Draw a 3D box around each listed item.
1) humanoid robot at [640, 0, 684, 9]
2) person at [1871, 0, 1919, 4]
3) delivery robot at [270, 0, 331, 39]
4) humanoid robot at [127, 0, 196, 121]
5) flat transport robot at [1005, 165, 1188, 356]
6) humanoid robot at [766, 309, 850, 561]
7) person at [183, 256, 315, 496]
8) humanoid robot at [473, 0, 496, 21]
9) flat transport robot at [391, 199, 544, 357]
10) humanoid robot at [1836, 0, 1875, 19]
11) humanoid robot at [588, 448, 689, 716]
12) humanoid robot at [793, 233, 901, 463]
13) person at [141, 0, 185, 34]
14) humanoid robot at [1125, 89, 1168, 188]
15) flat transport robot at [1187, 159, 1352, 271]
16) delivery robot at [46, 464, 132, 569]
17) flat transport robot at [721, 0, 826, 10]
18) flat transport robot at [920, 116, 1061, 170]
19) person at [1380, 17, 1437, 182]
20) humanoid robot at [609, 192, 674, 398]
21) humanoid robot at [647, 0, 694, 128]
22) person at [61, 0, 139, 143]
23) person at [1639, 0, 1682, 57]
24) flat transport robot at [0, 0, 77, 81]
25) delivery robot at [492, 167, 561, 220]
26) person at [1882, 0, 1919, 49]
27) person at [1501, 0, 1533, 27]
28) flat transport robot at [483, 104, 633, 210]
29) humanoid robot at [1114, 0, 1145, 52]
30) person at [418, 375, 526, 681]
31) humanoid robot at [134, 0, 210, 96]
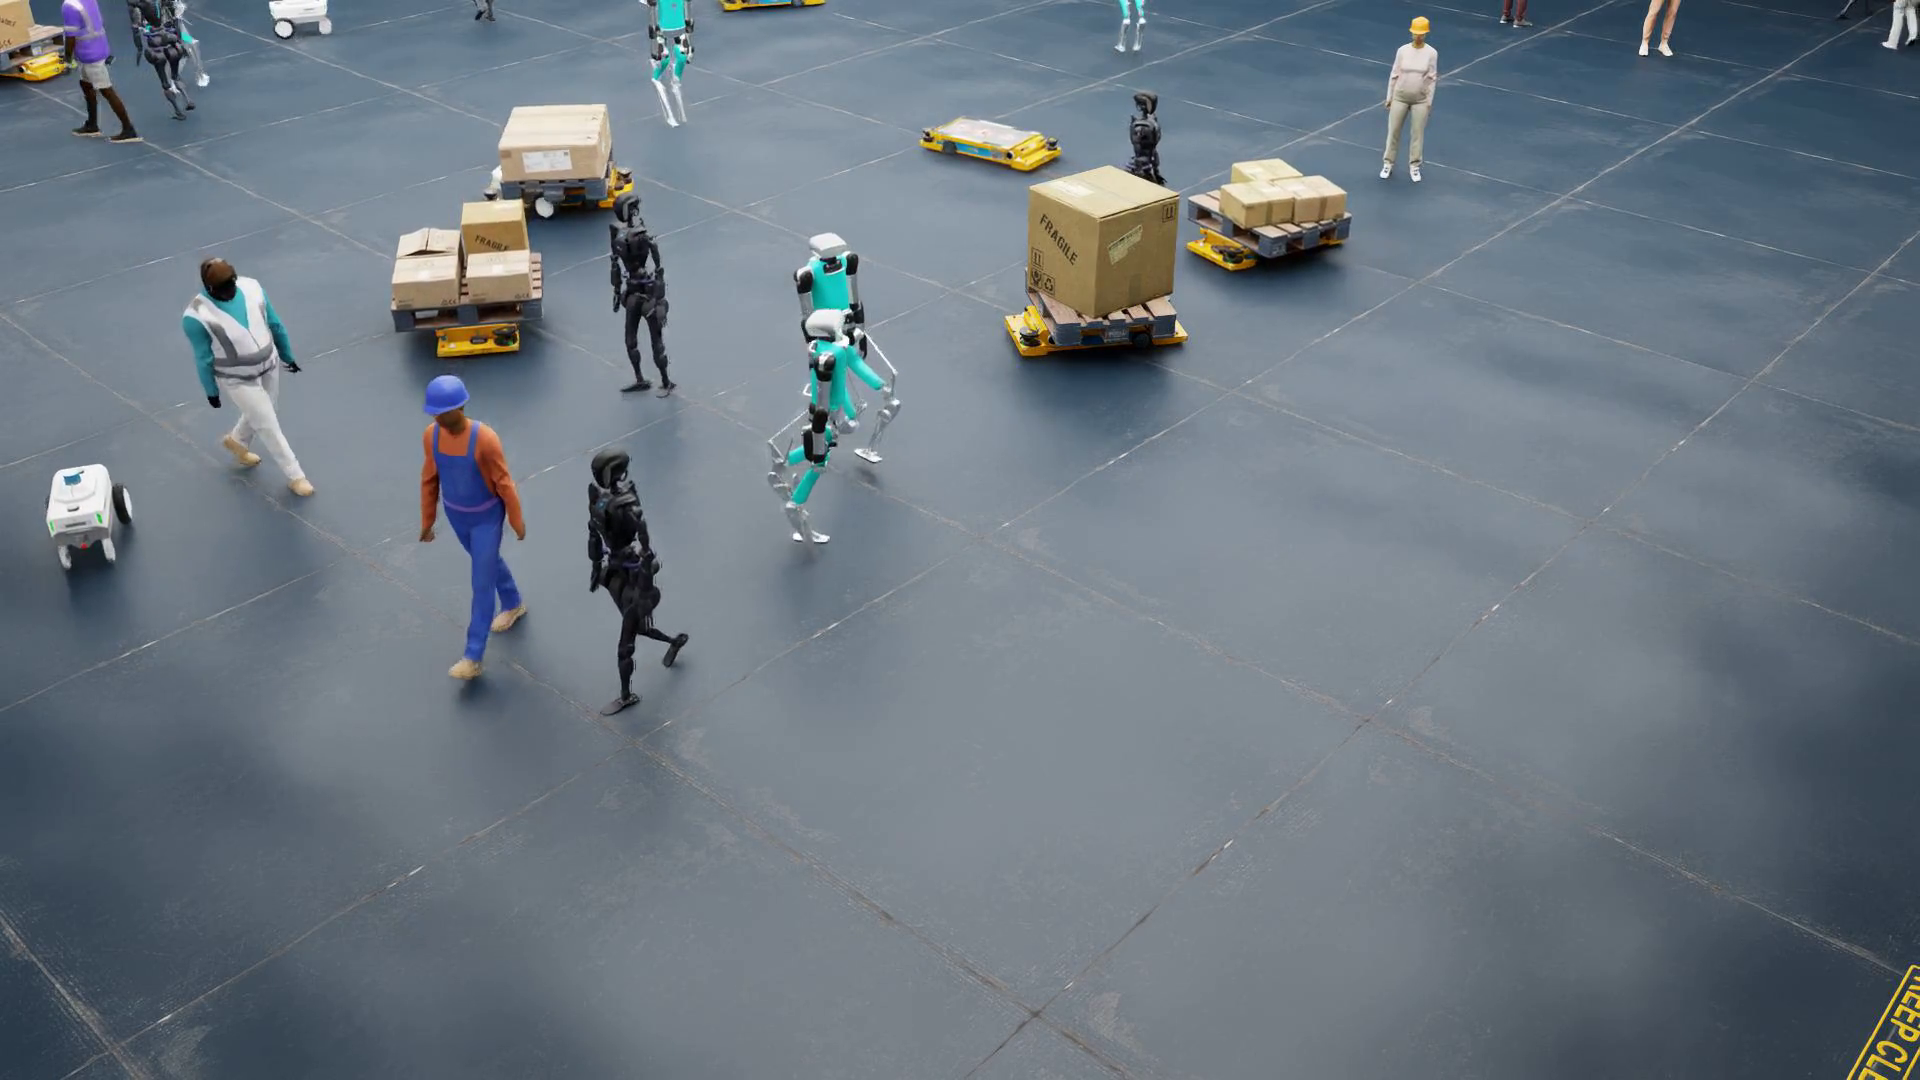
[{"bbox_3d":[-4.016,-8.056,22.751,1.011,1.718,0.547,13,34,20],"label":"humanoid robot"},{"bbox_3d":[13.185,-8.391,23.155,0.653,1.863,0.961,-24,39,-33],"label":"person"},{"bbox_3d":[-8.805,-7.026,22.174,0.746,0.570,0.499,-11,33,-17],"label":"delivery robot"},{"bbox_3d":[-9.040,-5.591,18.828,0.360,1.646,0.589,21,38,30],"label":"humanoid robot"},{"bbox_3d":[1.146,-1.836,14.111,1.431,0.231,0.659,-6,32,-9],"label":"flat transport robot"},{"bbox_3d":[-1.061,-0.652,10.853,0.735,1.832,0.536,4,32,6],"label":"humanoid robot"},{"bbox_3d":[-5.027,-1.185,11.626,0.853,1.798,0.674,17,36,26],"label":"person"},{"bbox_3d":[-6.507,-7.870,22.489,0.590,1.643,0.381,-15,35,-23],"label":"humanoid robot"},{"bbox_3d":[-4.180,-1.960,14.311,0.659,0.231,1.431,-6,32,-10],"label":"flat transport robot"},{"bbox_3d":[12.420,-7.939,22.648,0.768,1.620,0.596,-12,34,-18],"label":"humanoid robot"},{"bbox_3d":[-1.862,0.185,9.554,0.595,1.642,0.722,27,41,37],"label":"humanoid robot"},{"bbox_3d":[-0.778,-1.287,11.822,0.547,1.743,0.939,-27,41,-37],"label":"humanoid robot"},{"bbox_3d":[-10.776,-7.759,22.138,0.611,1.866,0.970,7,33,12],"label":"person"},{"bbox_3d":[1.675,-3.292,15.149,0.595,1.658,0.585,11,34,18],"label":"humanoid robot"},{"bbox_3d":[2.919,-2.873,15.780,1.431,0.231,0.659,-19,36,-27],"label":"flat transport robot"},{"bbox_3d":[-5.920,-0.206,11.226,0.499,0.606,0.796,-11,34,-18],"label":"delivery robot"},{"bbox_3d":[-2.669,-7.737,23.614,1.431,0.231,0.659,-8,33,-12],"label":"flat transport robot"},{"bbox_3d":[0.325,-4.326,18.120,1.431,0.231,0.659,20,37,29],"label":"flat transport robot"},{"bbox_3d":[4.625,-4.529,17.099,0.465,1.691,0.336,10,33,16],"label":"person"},{"bbox_3d":[-2.463,-1.889,12.861,0.601,1.647,0.395,22,38,31],"label":"humanoid robot"},{"bbox_3d":[-3.293,-5.471,18.661,0.537,1.886,0.670,-20,37,-28],"label":"humanoid robot"},{"bbox_3d":[-9.569,-5.265,18.063,0.886,1.929,0.616,-4,32,-7],"label":"person"},{"bbox_3d":[8.993,-7.069,21.015,0.526,1.872,0.358,1,32,1],"label":"person"},{"bbox_3d":[-11.851,-5.968,20.764,1.431,0.231,0.659,10,33,15],"label":"flat transport robot"},{"bbox_3d":[-4.238,-3.523,16.571,0.792,0.611,0.499,7,33,11],"label":"delivery robot"},{"bbox_3d":[12.211,-7.116,21.330,0.516,1.622,0.364,-4,32,-7],"label":"person"},{"bbox_3d":[7.604,-7.819,22.290,0.381,1.806,0.550,-15,35,-23],"label":"person"},{"bbox_3d":[-4.066,-3.558,16.883,1.431,0.231,0.659,-3,32,-6],"label":"flat transport robot"},{"bbox_3d":[2.146,-6.954,20.835,0.533,1.677,0.735,-3,32,-5],"label":"humanoid robot"},{"bbox_3d":[-2.925,-0.109,9.823,0.570,1.856,0.970,11,33,16],"label":"person"},{"bbox_3d":[-9.381,-6.234,19.821,0.569,1.763,0.961,21,37,30],"label":"humanoid robot"}]
